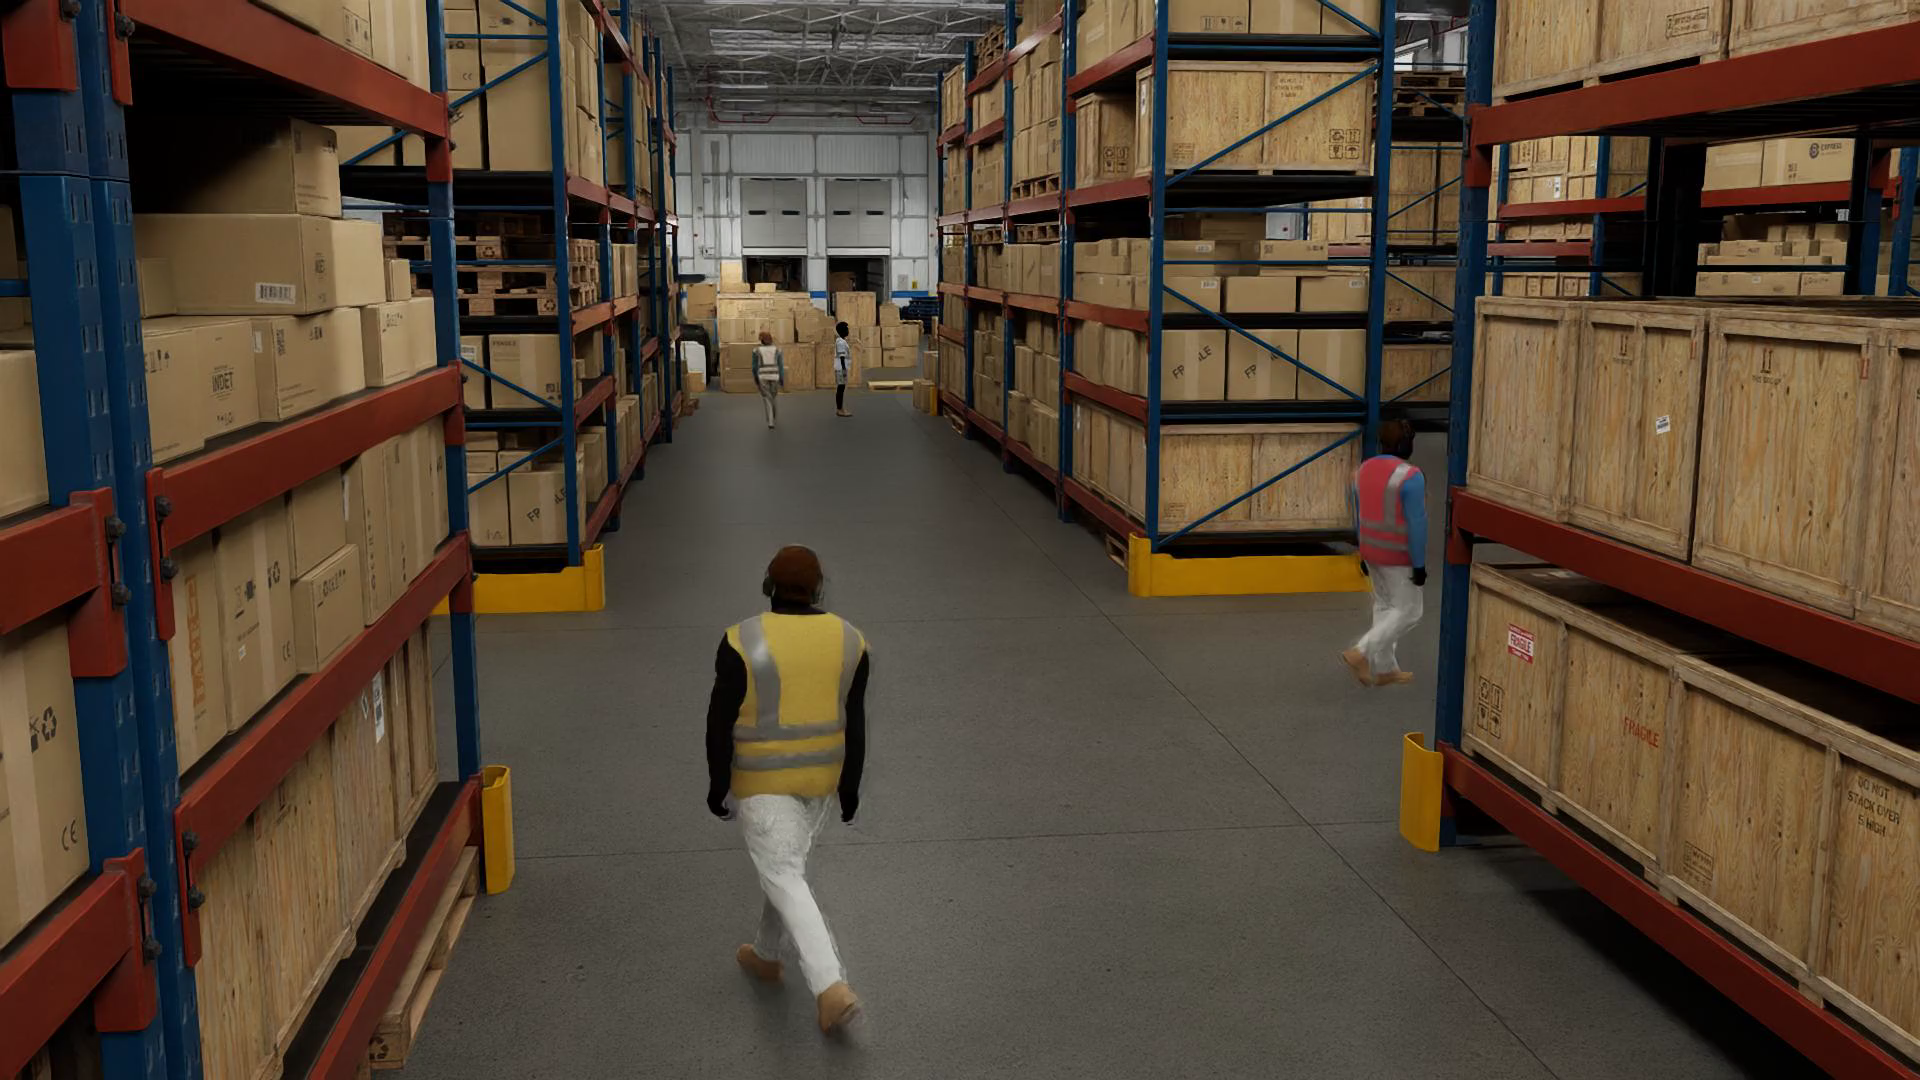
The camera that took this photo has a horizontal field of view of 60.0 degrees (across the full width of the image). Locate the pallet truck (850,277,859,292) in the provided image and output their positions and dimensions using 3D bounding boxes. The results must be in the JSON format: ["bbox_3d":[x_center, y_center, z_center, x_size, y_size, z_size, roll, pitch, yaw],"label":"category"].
[{"bbox_3d":[-3.782,-9.391,65.808,1.885,1.965,0.823,2,10,10],"label":"pallet truck"}]

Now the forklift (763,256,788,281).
[{"bbox_3d":[-6.675,-8.875,60.234,1.129,2.768,1.873,0,10,-3],"label":"forklift"}]

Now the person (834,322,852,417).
[{"bbox_3d":[-2.105,-3.060,29.822,0.318,1.697,0.536,-1,10,-7],"label":"person"}]

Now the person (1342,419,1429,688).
[{"bbox_3d":[2.813,0.108,11.009,0.586,1.821,0.640,-4,10,-21],"label":"person"}]

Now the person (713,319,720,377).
[{"bbox_3d":[-5.555,-4.719,39.540,0.771,1.663,0.555,-5,11,-25],"label":"person"}]

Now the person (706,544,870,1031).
[{"bbox_3d":[-0.615,0.924,6.340,0.622,1.805,0.911,-7,12,-35],"label":"person"}]

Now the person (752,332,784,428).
[{"bbox_3d":[-3.239,-2.696,28.024,0.506,1.584,0.924,-3,10,-17],"label":"person"}]
